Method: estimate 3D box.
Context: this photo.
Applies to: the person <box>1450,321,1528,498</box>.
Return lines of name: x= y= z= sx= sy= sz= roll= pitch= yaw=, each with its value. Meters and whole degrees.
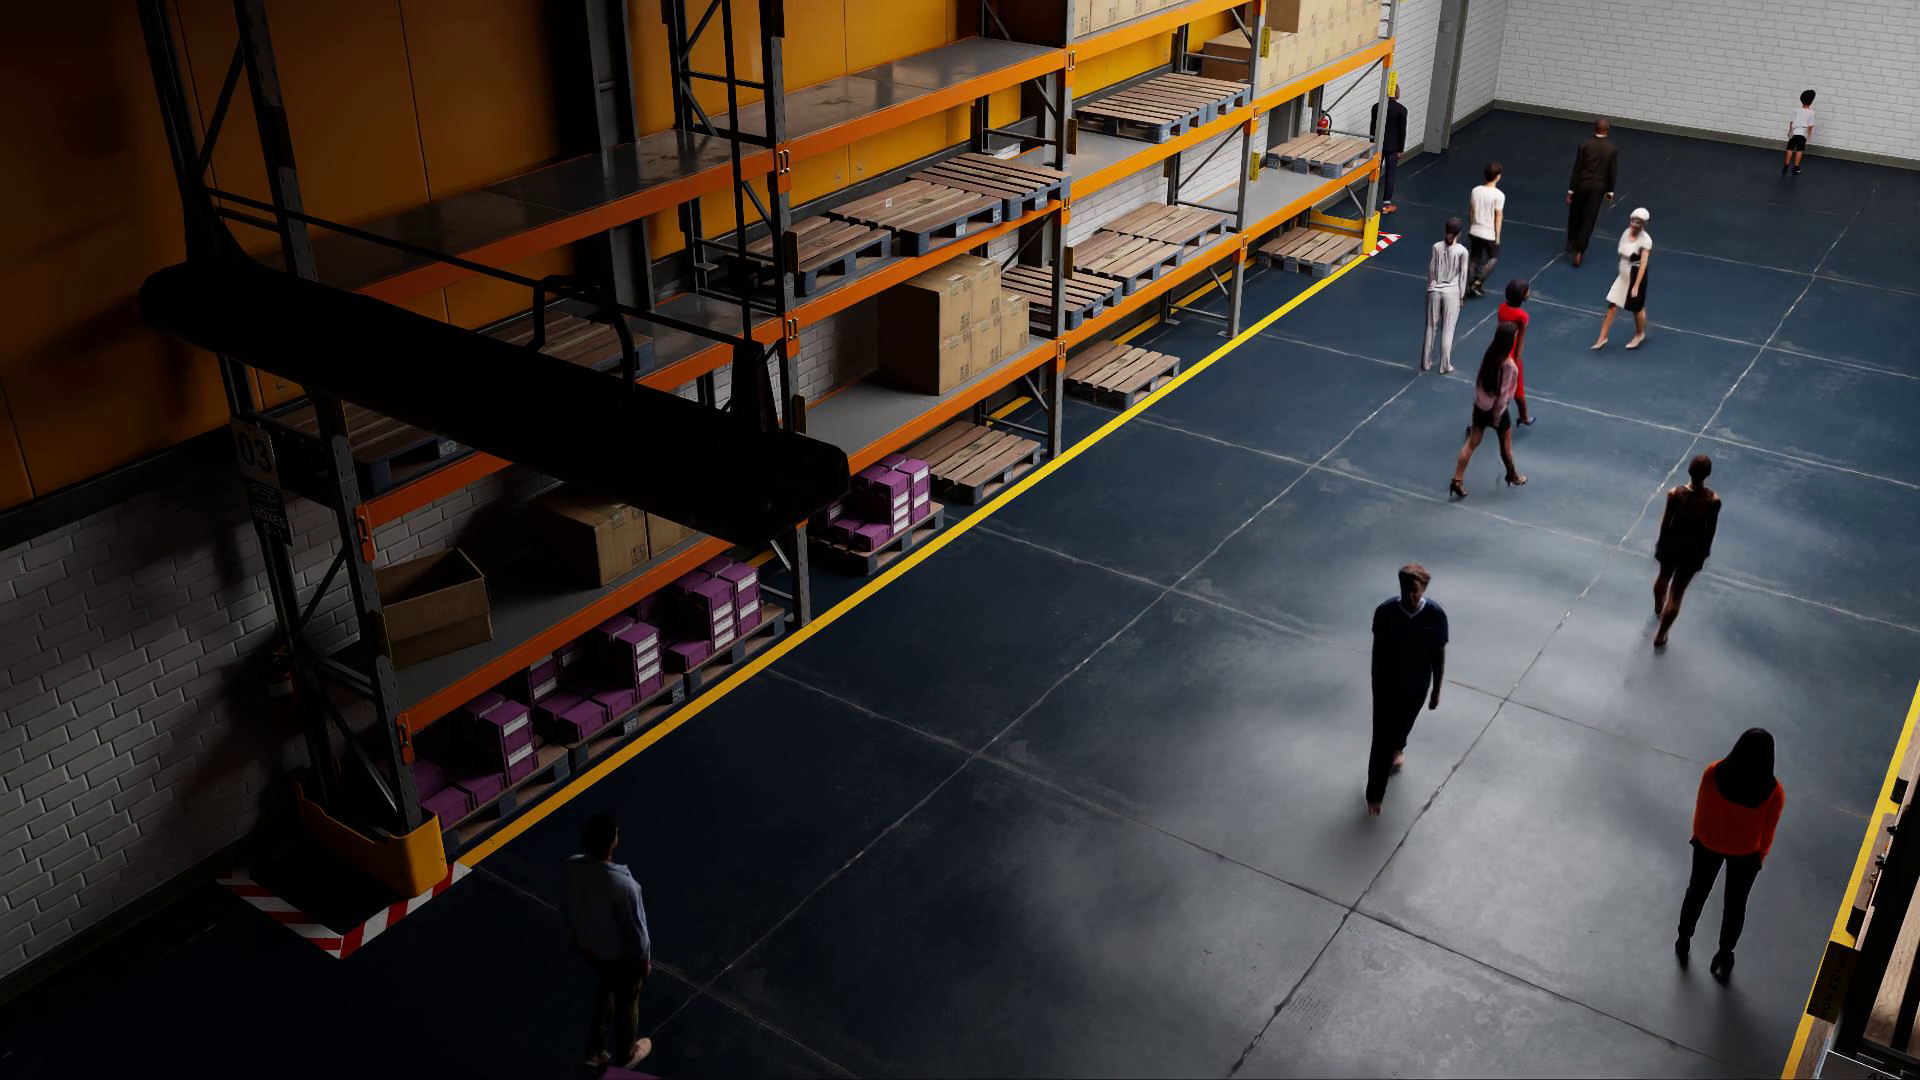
person: x=4.928 y=-1.186 z=15.723 sx=1.152 sy=1.771 sz=1.014 roll=-9 pitch=30 yaw=-17

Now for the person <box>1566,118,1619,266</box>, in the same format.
person: x=8.223 y=-4.516 z=21.733 sx=0.942 sy=1.861 sz=1.254 roll=10 pitch=30 yaw=17

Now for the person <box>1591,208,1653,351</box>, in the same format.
person: x=7.759 y=-2.974 z=19.060 sx=1.107 sy=1.712 sz=0.953 roll=-9 pitch=30 yaw=-16

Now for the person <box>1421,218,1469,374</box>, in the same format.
person: x=5.401 y=-2.728 z=18.546 sx=0.580 sy=1.773 sz=0.517 roll=20 pitch=34 yaw=32

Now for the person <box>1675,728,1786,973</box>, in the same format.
person: x=4.679 y=1.878 z=10.129 sx=0.614 sy=1.748 sz=0.542 roll=20 pitch=34 yaw=32

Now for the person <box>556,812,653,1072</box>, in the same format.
person: x=-1.998 y=2.321 z=9.257 sx=0.717 sy=1.805 sz=0.726 roll=15 pitch=32 yaw=25

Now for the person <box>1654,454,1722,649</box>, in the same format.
person: x=5.835 y=0.117 z=13.469 sx=0.569 sy=1.641 sz=1.005 roll=18 pitch=33 yaw=30

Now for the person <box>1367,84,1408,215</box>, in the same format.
person: x=6.082 y=-5.605 z=23.773 sx=0.679 sy=1.818 sz=0.582 roll=20 pitch=34 yaw=32

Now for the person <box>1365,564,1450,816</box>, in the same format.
person: x=3.137 y=0.951 z=11.755 sx=1.007 sy=1.818 sz=1.291 roll=5 pitch=29 yaw=9

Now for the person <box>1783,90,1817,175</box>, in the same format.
person: x=12.936 y=-6.298 z=25.629 sx=0.493 sy=1.258 sz=0.467 roll=20 pitch=34 yaw=32

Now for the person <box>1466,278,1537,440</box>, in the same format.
person: x=5.464 y=-1.803 z=16.922 sx=1.159 sy=1.705 sz=0.903 roll=-14 pitch=32 yaw=-24

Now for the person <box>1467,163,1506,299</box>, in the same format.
person: x=6.447 y=-3.806 z=20.582 sx=0.705 sy=1.717 sz=0.718 roll=-20 pitch=34 yaw=-32
